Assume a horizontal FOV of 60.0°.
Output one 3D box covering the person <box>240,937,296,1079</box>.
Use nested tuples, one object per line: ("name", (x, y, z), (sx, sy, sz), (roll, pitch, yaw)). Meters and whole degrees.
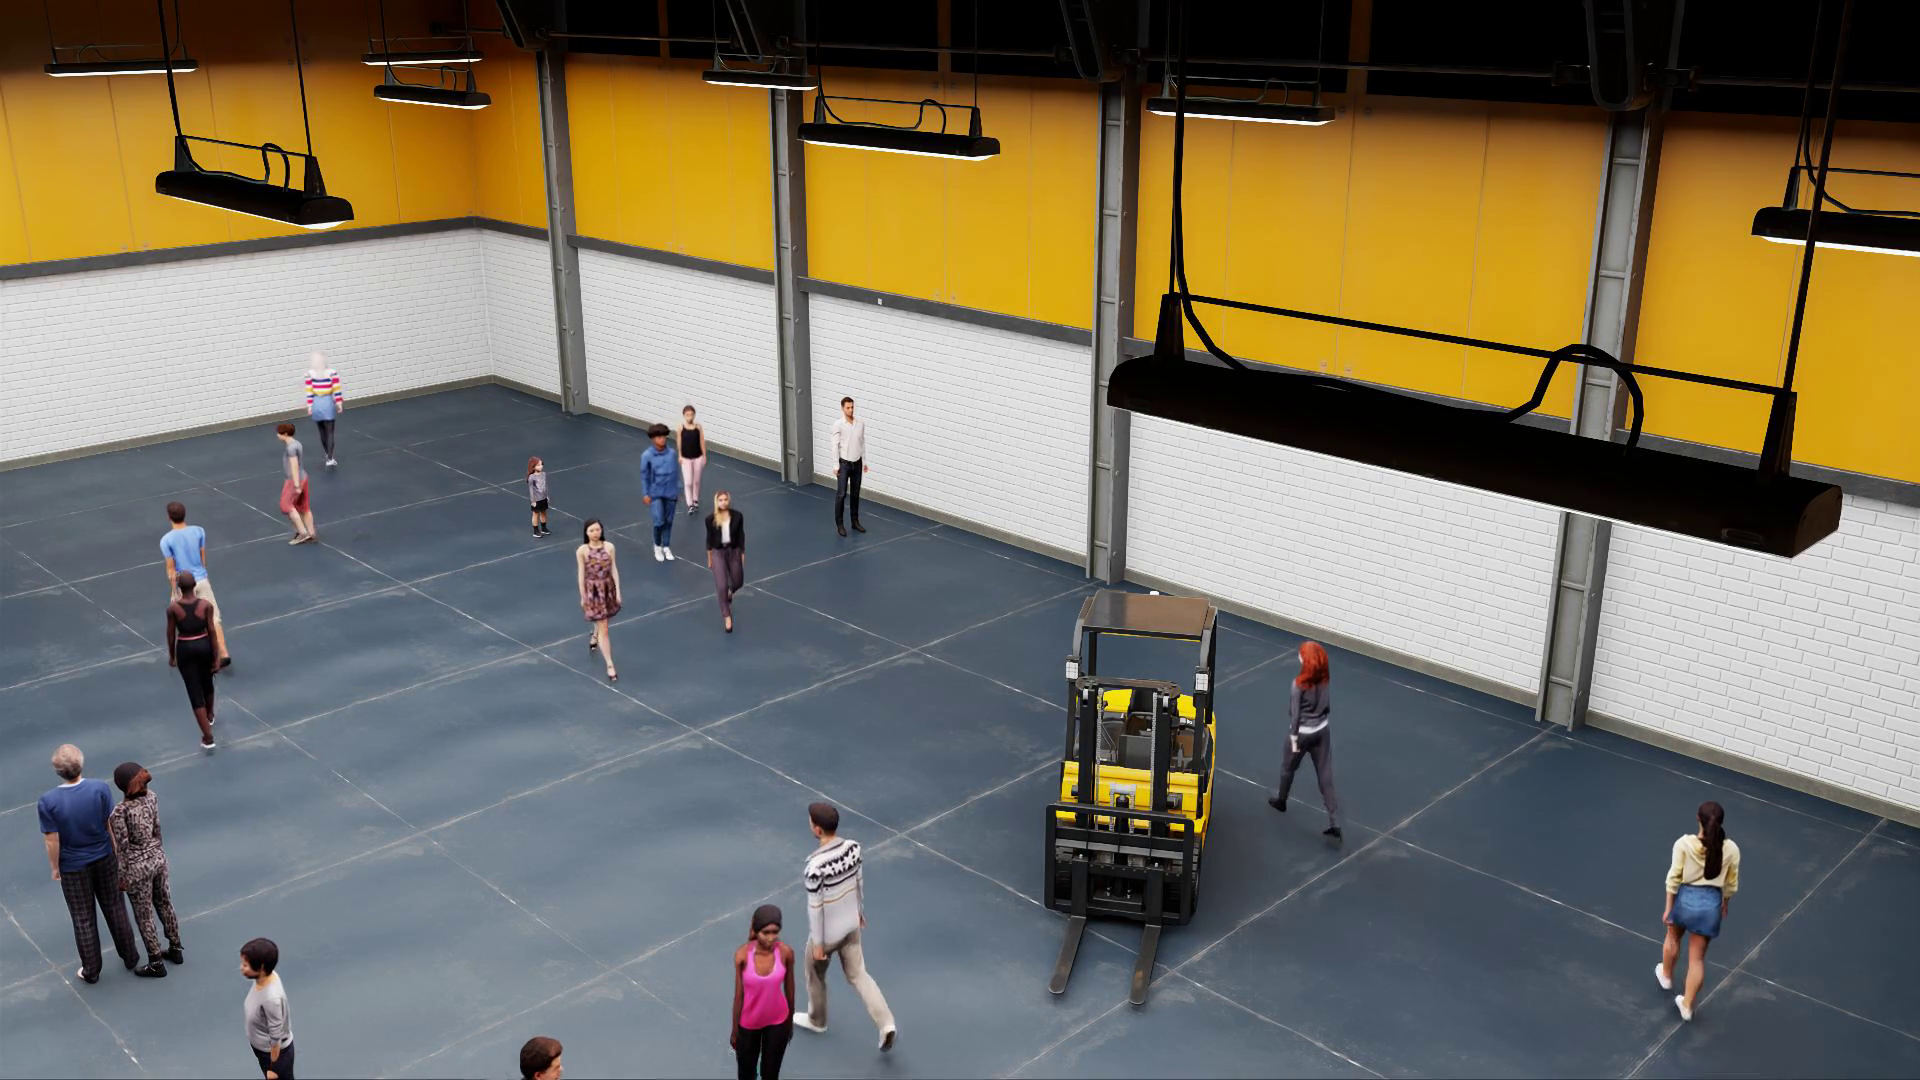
("person", (-4.275, 3.168, 10.382), (0.642, 1.554, 0.480), (-12, 22, -32))

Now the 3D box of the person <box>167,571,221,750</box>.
("person", (-7.368, 1.181, 16.027), (0.810, 1.716, 1.230), (-10, 21, -28))

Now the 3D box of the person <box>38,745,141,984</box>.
("person", (-6.430, 2.368, 12.262), (0.673, 1.870, 0.564), (-15, 24, -37))

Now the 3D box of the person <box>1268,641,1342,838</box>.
("person", (3.070, 1.742, 14.336), (0.898, 1.733, 1.235), (-7, 20, -21))

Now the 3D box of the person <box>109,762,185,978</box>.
("person", (-6.050, 2.429, 12.327), (0.693, 1.714, 0.669), (6, 20, 17))

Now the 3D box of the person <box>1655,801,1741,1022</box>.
("person", (5.245, 2.660, 11.806), (0.932, 1.608, 0.959), (4, 19, 11))

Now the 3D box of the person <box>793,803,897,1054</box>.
("person", (-0.793, 2.684, 11.382), (1.138, 1.833, 0.740), (16, 25, 40))

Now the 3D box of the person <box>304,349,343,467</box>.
("person", (-9.695, -1.973, 25.311), (1.042, 1.770, 1.205), (-3, 19, -10))

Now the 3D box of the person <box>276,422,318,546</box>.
("person", (-8.645, -0.756, 21.907), (0.772, 1.635, 0.707), (-3, 19, -10))

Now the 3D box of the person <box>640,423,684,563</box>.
("person", (-3.856, -0.632, 21.280), (0.732, 1.801, 0.676), (-13, 22, -33))

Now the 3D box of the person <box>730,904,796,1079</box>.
("person", (-1.247, 3.028, 10.562), (0.844, 1.704, 0.930), (-1, 19, -3))

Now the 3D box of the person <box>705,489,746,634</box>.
("person", (-2.679, 0.207, 19.022), (0.855, 1.653, 1.003), (-5, 19, -14))

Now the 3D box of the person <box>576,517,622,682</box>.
("person", (-3.848, 0.597, 17.724), (0.832, 1.742, 1.192), (-10, 21, -26))

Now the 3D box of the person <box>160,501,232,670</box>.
("person", (-8.197, 0.505, 17.843), (0.657, 1.839, 1.236), (-16, 24, -40))

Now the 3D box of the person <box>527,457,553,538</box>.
("person", (-5.640, -0.596, 22.261), (0.506, 1.107, 0.507), (10, 21, 28))

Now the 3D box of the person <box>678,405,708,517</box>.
("person", (-3.743, -1.135, 23.183), (0.827, 1.540, 1.012), (-5, 19, -15))

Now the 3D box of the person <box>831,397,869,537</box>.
("person", (-1.485, -1.011, 22.296), (0.708, 1.870, 0.593), (-13, 22, -33))
